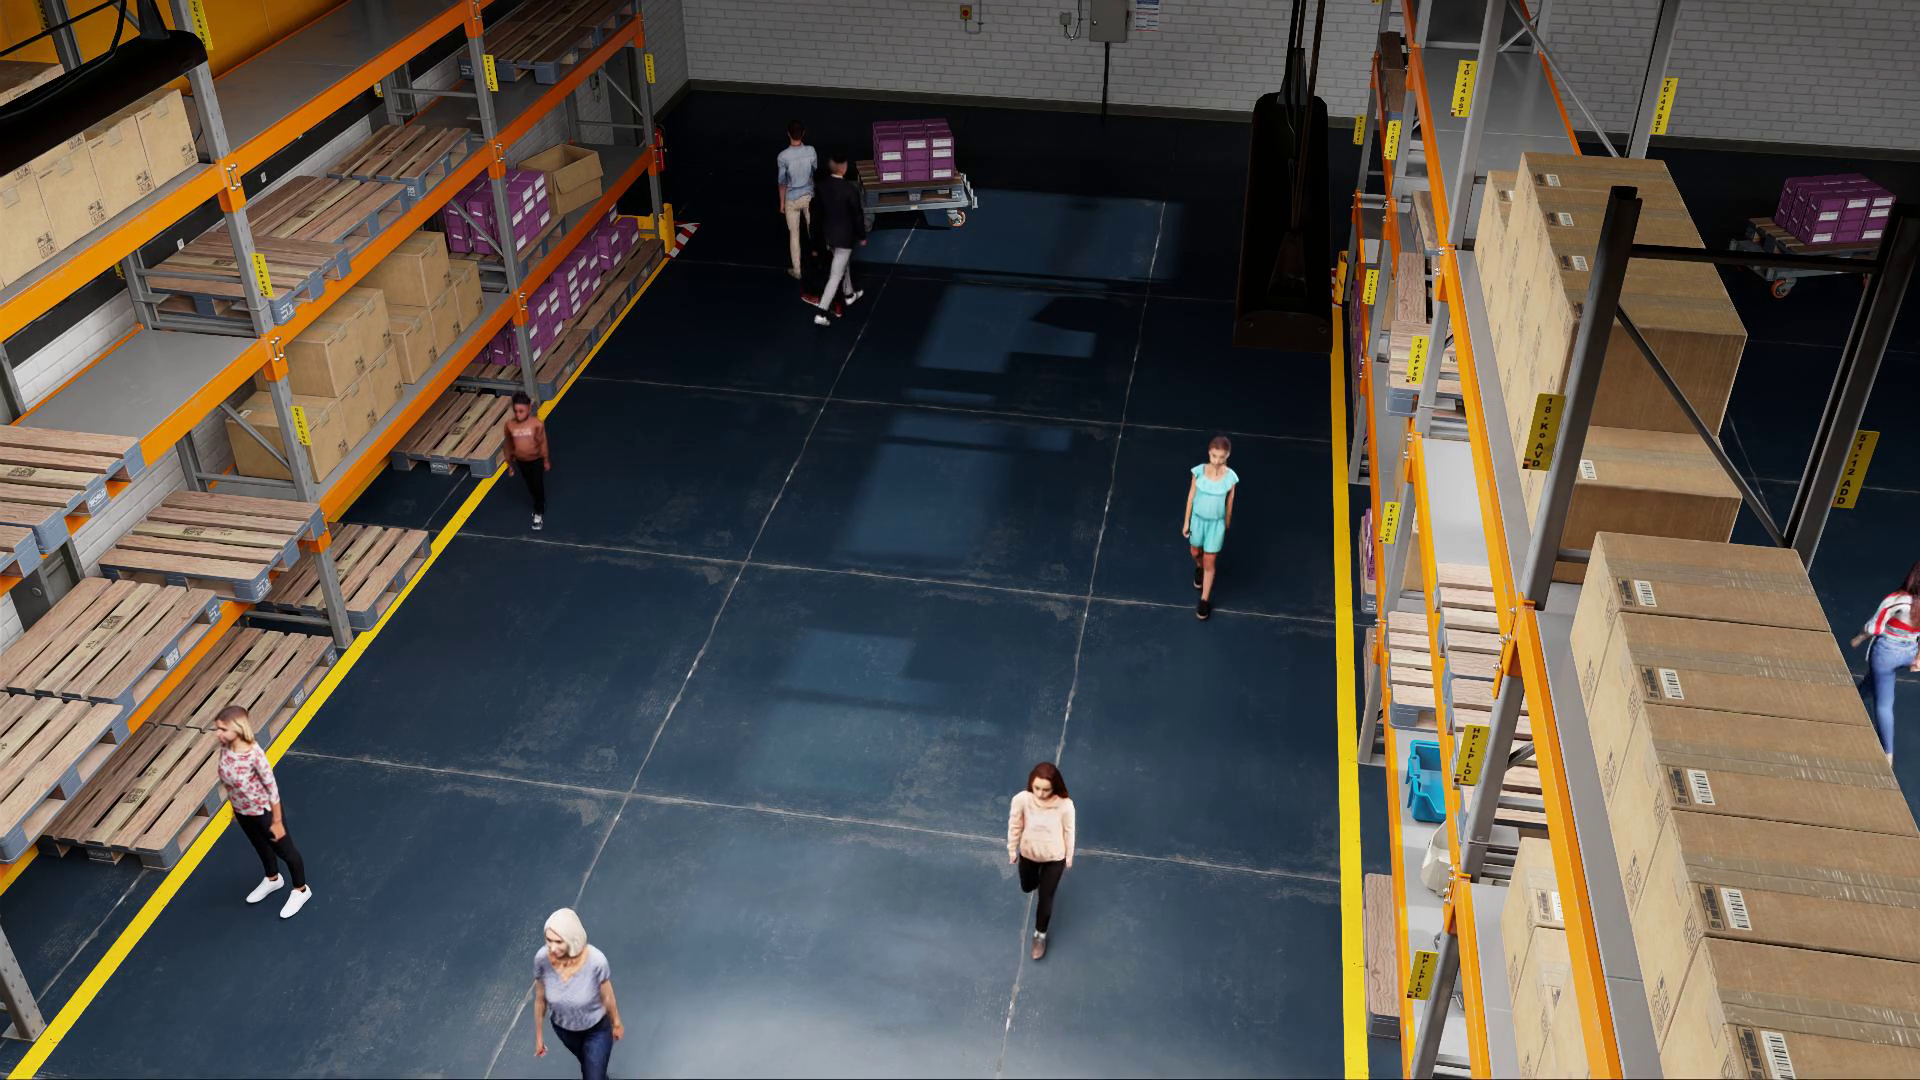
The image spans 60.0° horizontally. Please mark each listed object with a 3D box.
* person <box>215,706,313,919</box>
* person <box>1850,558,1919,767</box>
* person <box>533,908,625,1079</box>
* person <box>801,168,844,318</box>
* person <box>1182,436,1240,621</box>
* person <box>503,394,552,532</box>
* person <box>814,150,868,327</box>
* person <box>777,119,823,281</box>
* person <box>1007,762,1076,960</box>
[{"bbox_3d":[-4.503,1.711,10.691,0.644,1.633,0.629,18,37,24],"label":"person"},{"bbox_3d":[6.762,0.891,11.983,0.837,1.568,1.155,-5,34,-7],"label":"person"},{"bbox_3d":[-2.074,2.625,9.256,0.606,1.698,0.921,6,34,9],"label":"person"},{"bbox_3d":[-1.408,-3.206,18.068,0.908,1.656,0.960,-23,40,-30],"label":"person"},{"bbox_3d":[2.028,-0.186,13.630,0.656,1.538,0.972,11,35,16],"label":"person"},{"bbox_3d":[-3.805,-0.763,14.770,0.561,1.237,0.742,4,34,5],"label":"person"},{"bbox_3d":[-1.350,-3.205,17.849,0.995,1.896,1.385,17,37,23],"label":"person"},{"bbox_3d":[-1.815,-3.872,18.897,0.734,1.847,0.736,-12,35,-17],"label":"person"},{"bbox_3d":[0.530,1.932,10.508,0.593,1.467,0.841,7,34,11],"label":"person"}]
